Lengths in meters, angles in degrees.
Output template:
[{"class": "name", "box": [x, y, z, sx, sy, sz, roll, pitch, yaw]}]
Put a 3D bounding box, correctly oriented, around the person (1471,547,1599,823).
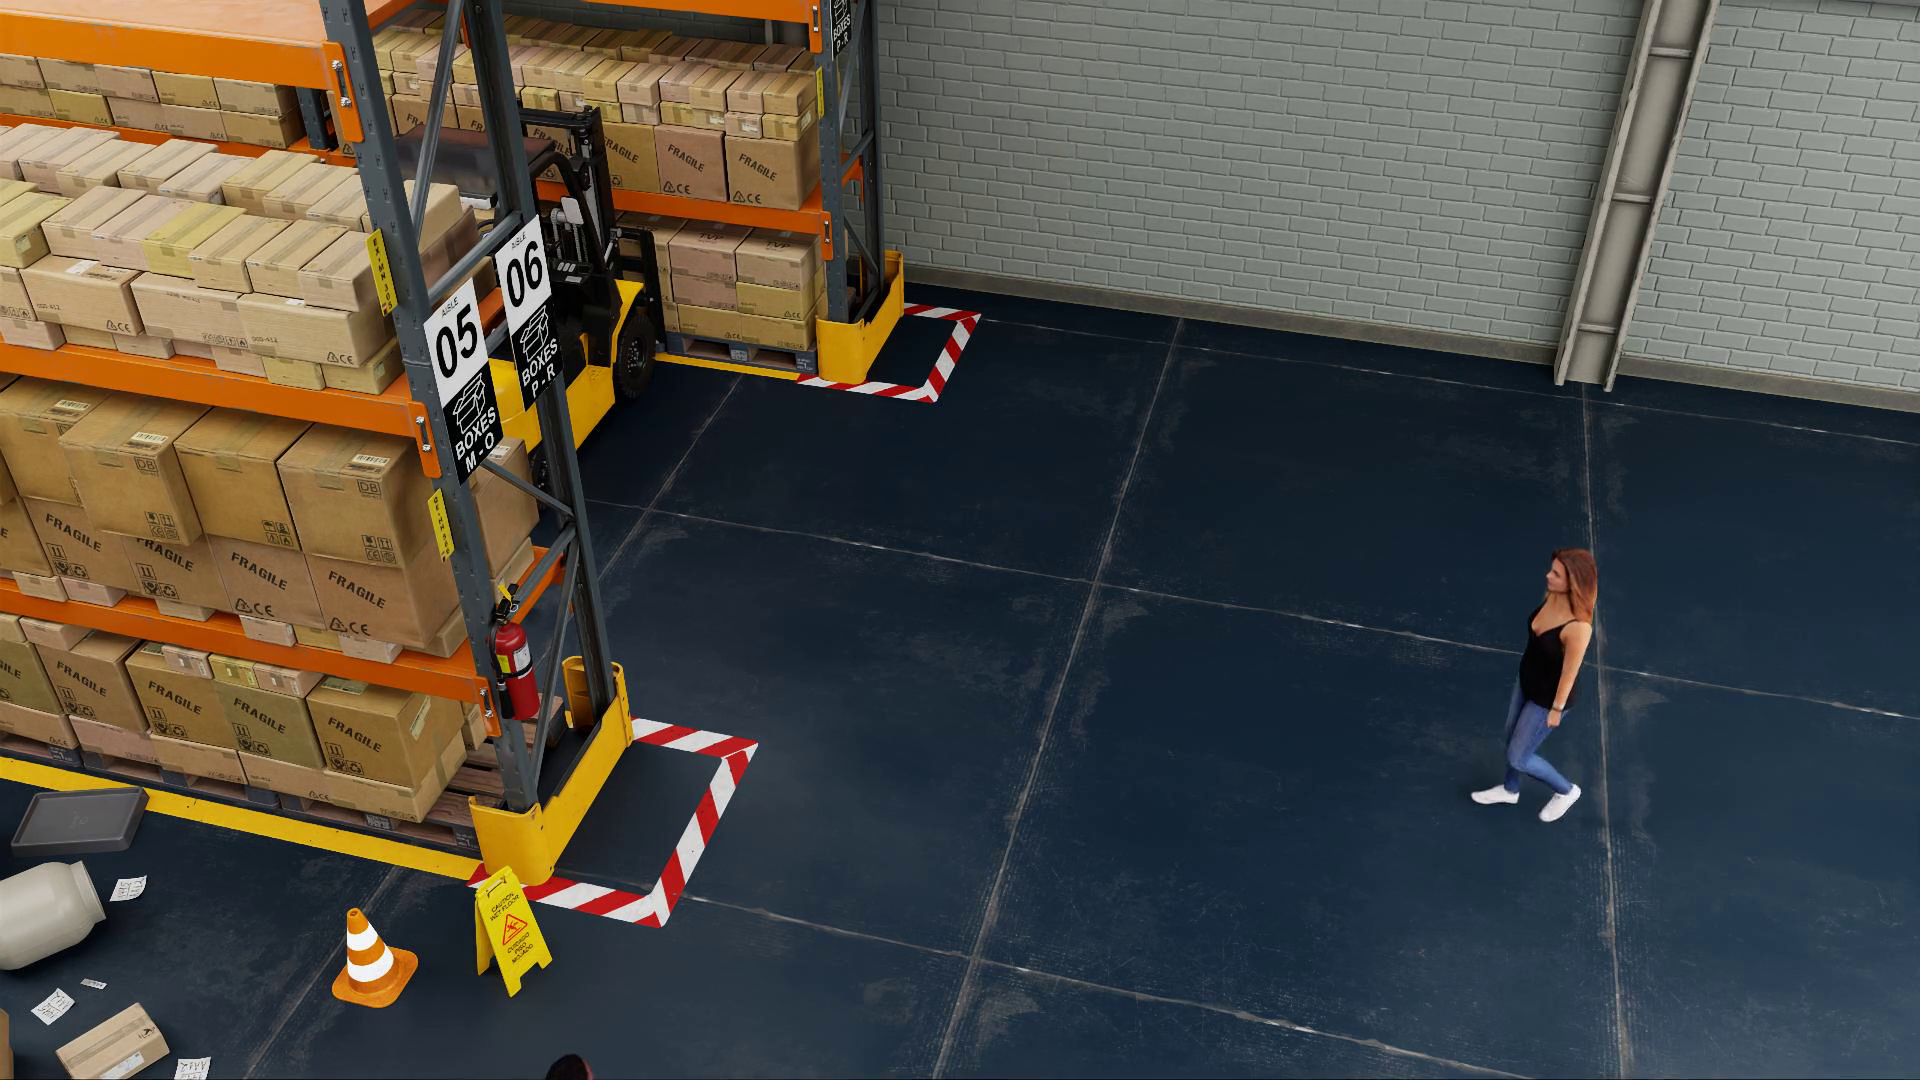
[{"class": "person", "box": [2.986, 0.740, 8.295, 0.800, 1.714, 0.686, -1, 37, -1]}]
